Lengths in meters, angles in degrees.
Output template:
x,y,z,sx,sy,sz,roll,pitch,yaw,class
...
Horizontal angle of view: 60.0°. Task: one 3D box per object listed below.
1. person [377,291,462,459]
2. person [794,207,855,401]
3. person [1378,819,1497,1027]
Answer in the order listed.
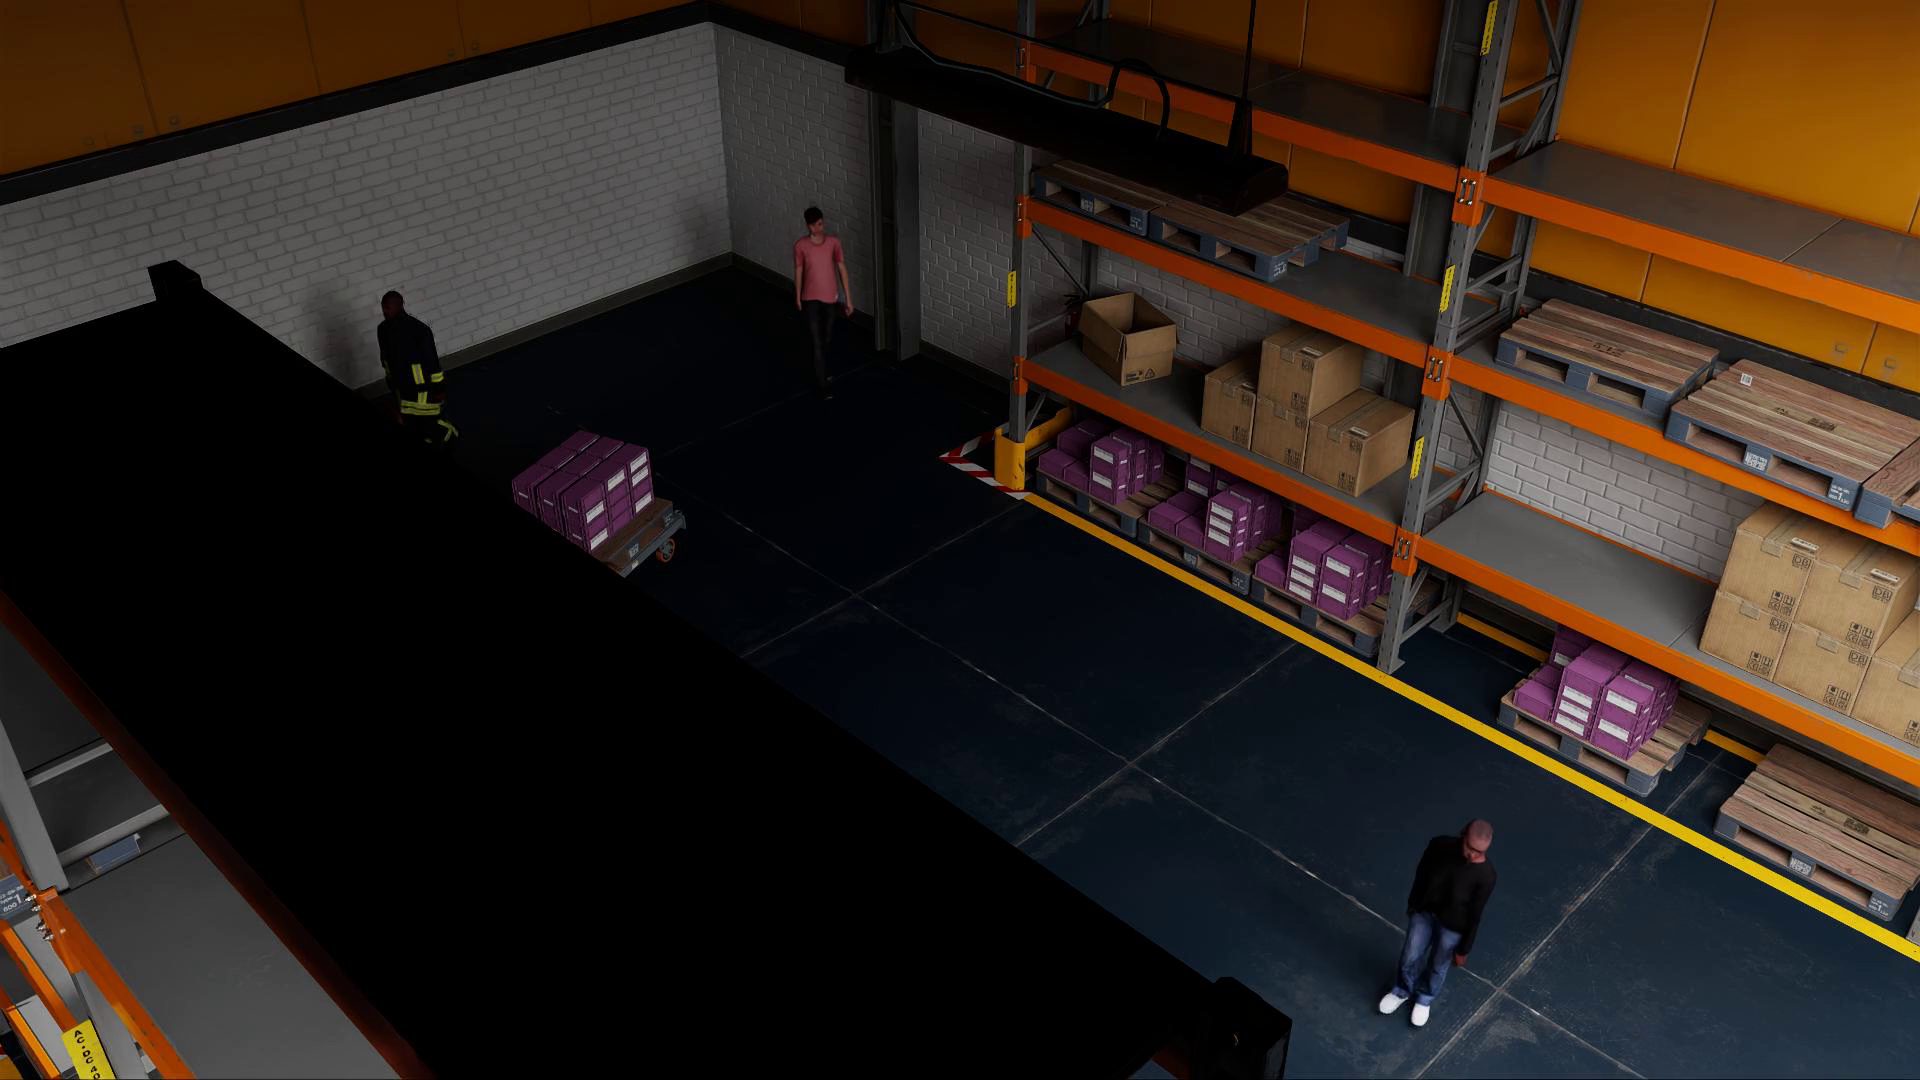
x,y,z,sx,sy,sz,roll,pitch,yaw,class
-4.925,-1.491,15.206,0.975,1.810,1.014,13,36,19,person
-1.400,-2.432,16.530,0.976,1.911,1.253,-12,36,-18,person
2.823,2.198,9.740,0.703,1.717,0.546,-21,39,-28,person
